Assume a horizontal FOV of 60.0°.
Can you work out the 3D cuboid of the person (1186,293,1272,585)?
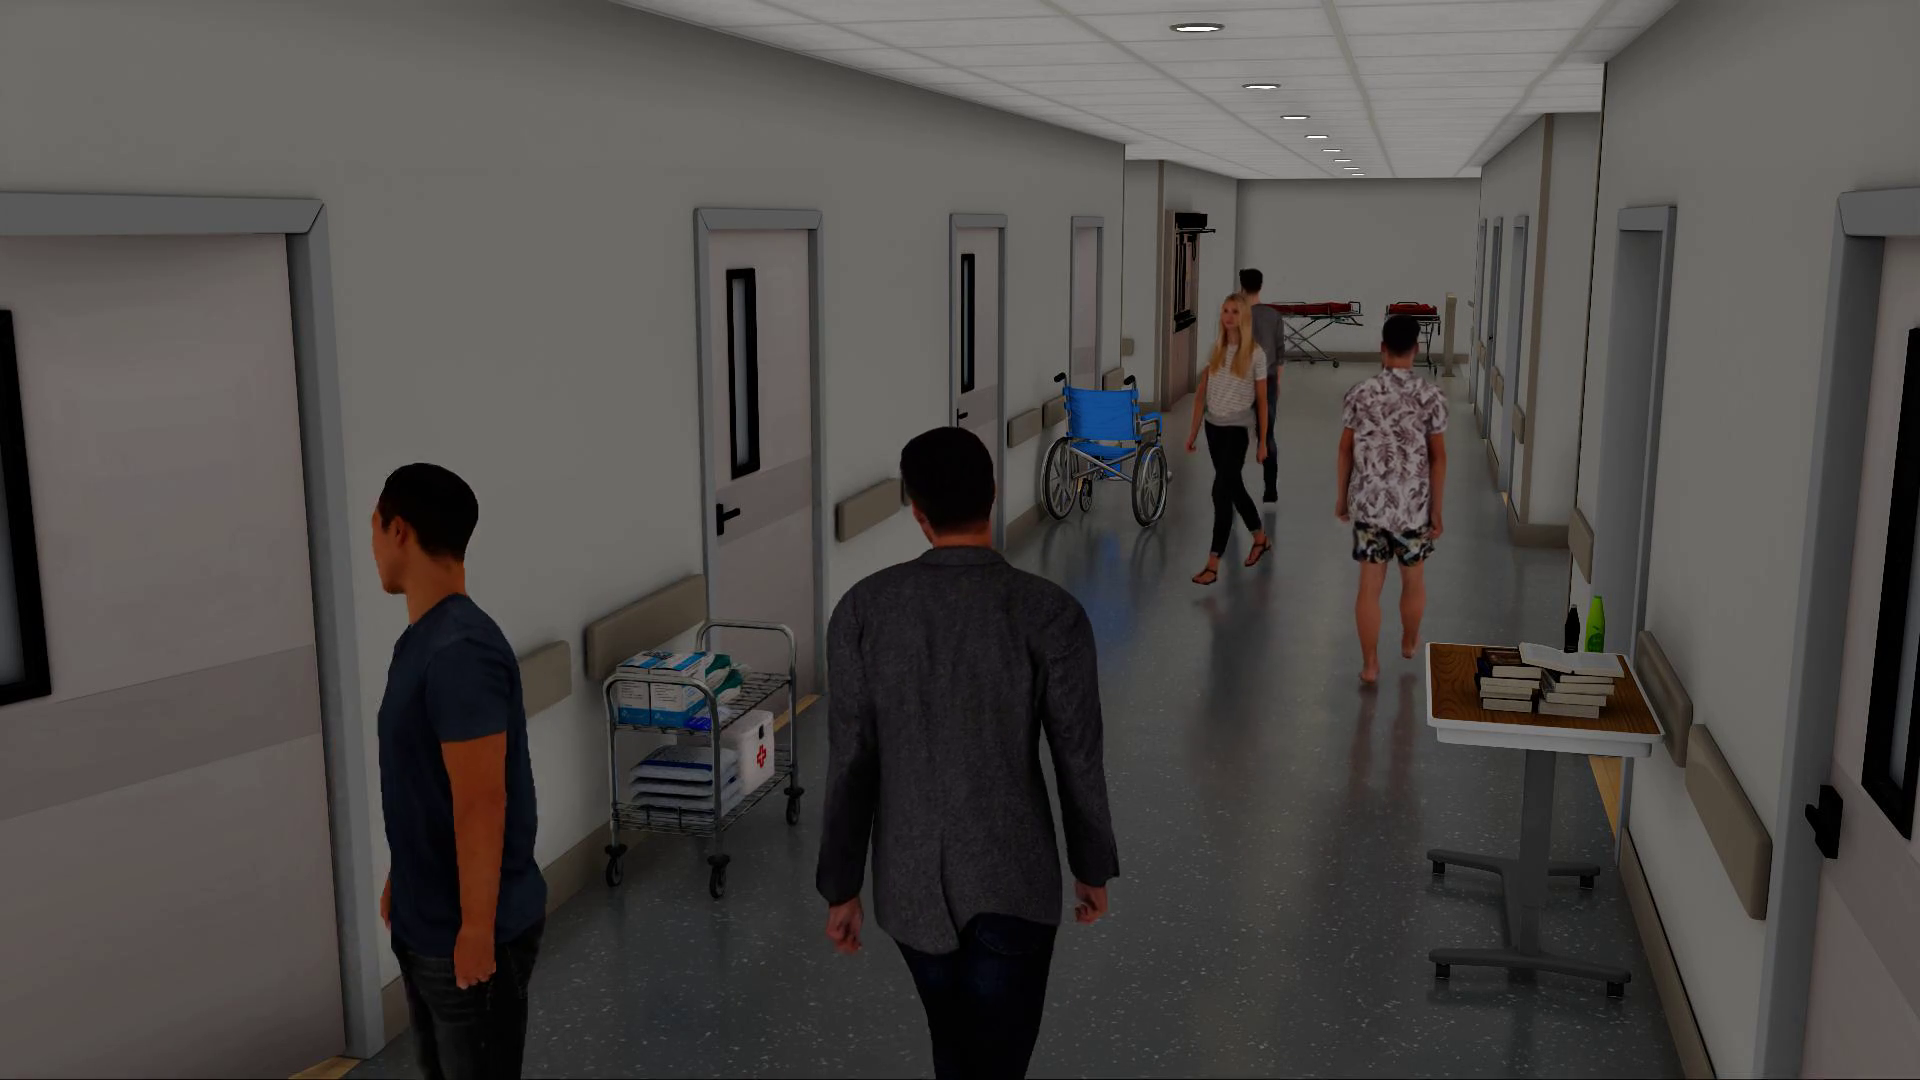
[{"bbox_3d":[1.766,-0.631,10.569,0.978,1.781,1.259,10,15,42],"label":"person"}]

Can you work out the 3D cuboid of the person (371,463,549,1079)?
[{"bbox_3d":[-0.974,0.753,3.296,0.828,1.774,0.878,10,15,43],"label":"person"}]

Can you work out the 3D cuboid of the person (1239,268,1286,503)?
[{"bbox_3d":[2.392,-1.193,13.330,0.946,1.856,1.305,0,11,-2],"label":"person"}]

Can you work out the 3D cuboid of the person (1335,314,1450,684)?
[{"bbox_3d":[2.104,-0.171,8.135,0.723,1.784,1.054,4,11,19],"label":"person"}]

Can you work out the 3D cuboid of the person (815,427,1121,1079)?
[{"bbox_3d":[-0.004,0.743,3.246,0.766,1.812,1.223,4,11,20],"label":"person"}]
